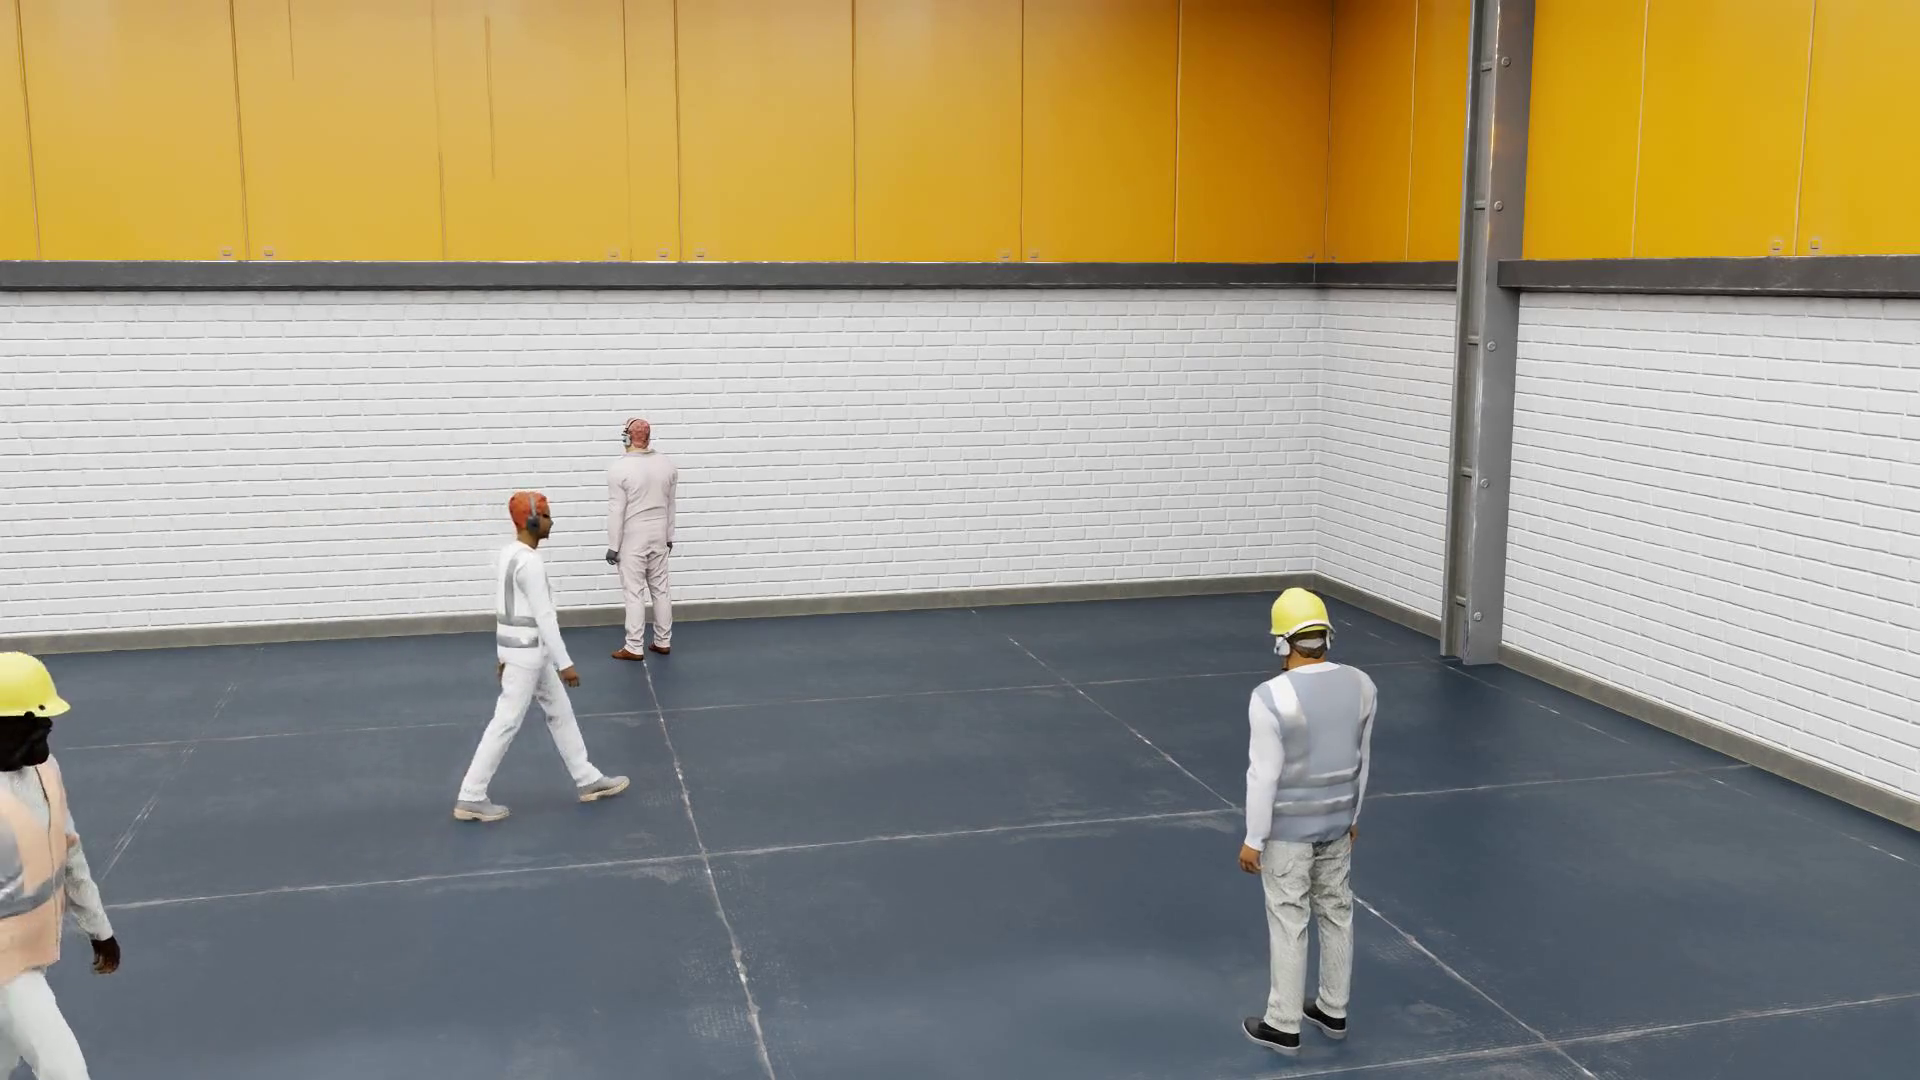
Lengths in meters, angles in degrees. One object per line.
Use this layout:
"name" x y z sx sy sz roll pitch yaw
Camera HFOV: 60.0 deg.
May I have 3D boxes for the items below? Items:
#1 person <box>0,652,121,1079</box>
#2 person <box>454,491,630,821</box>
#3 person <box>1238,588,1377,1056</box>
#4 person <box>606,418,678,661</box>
"person" -2.829 1.270 5.177 0.958 1.876 0.616 -1 9 -5
"person" -2.394 0.644 9.286 1.005 1.834 0.581 -3 10 -21
"person" 1.330 1.092 6.488 0.590 1.821 0.404 -5 10 -28
"person" -2.521 -0.007 13.080 0.410 1.909 0.643 8 12 40
